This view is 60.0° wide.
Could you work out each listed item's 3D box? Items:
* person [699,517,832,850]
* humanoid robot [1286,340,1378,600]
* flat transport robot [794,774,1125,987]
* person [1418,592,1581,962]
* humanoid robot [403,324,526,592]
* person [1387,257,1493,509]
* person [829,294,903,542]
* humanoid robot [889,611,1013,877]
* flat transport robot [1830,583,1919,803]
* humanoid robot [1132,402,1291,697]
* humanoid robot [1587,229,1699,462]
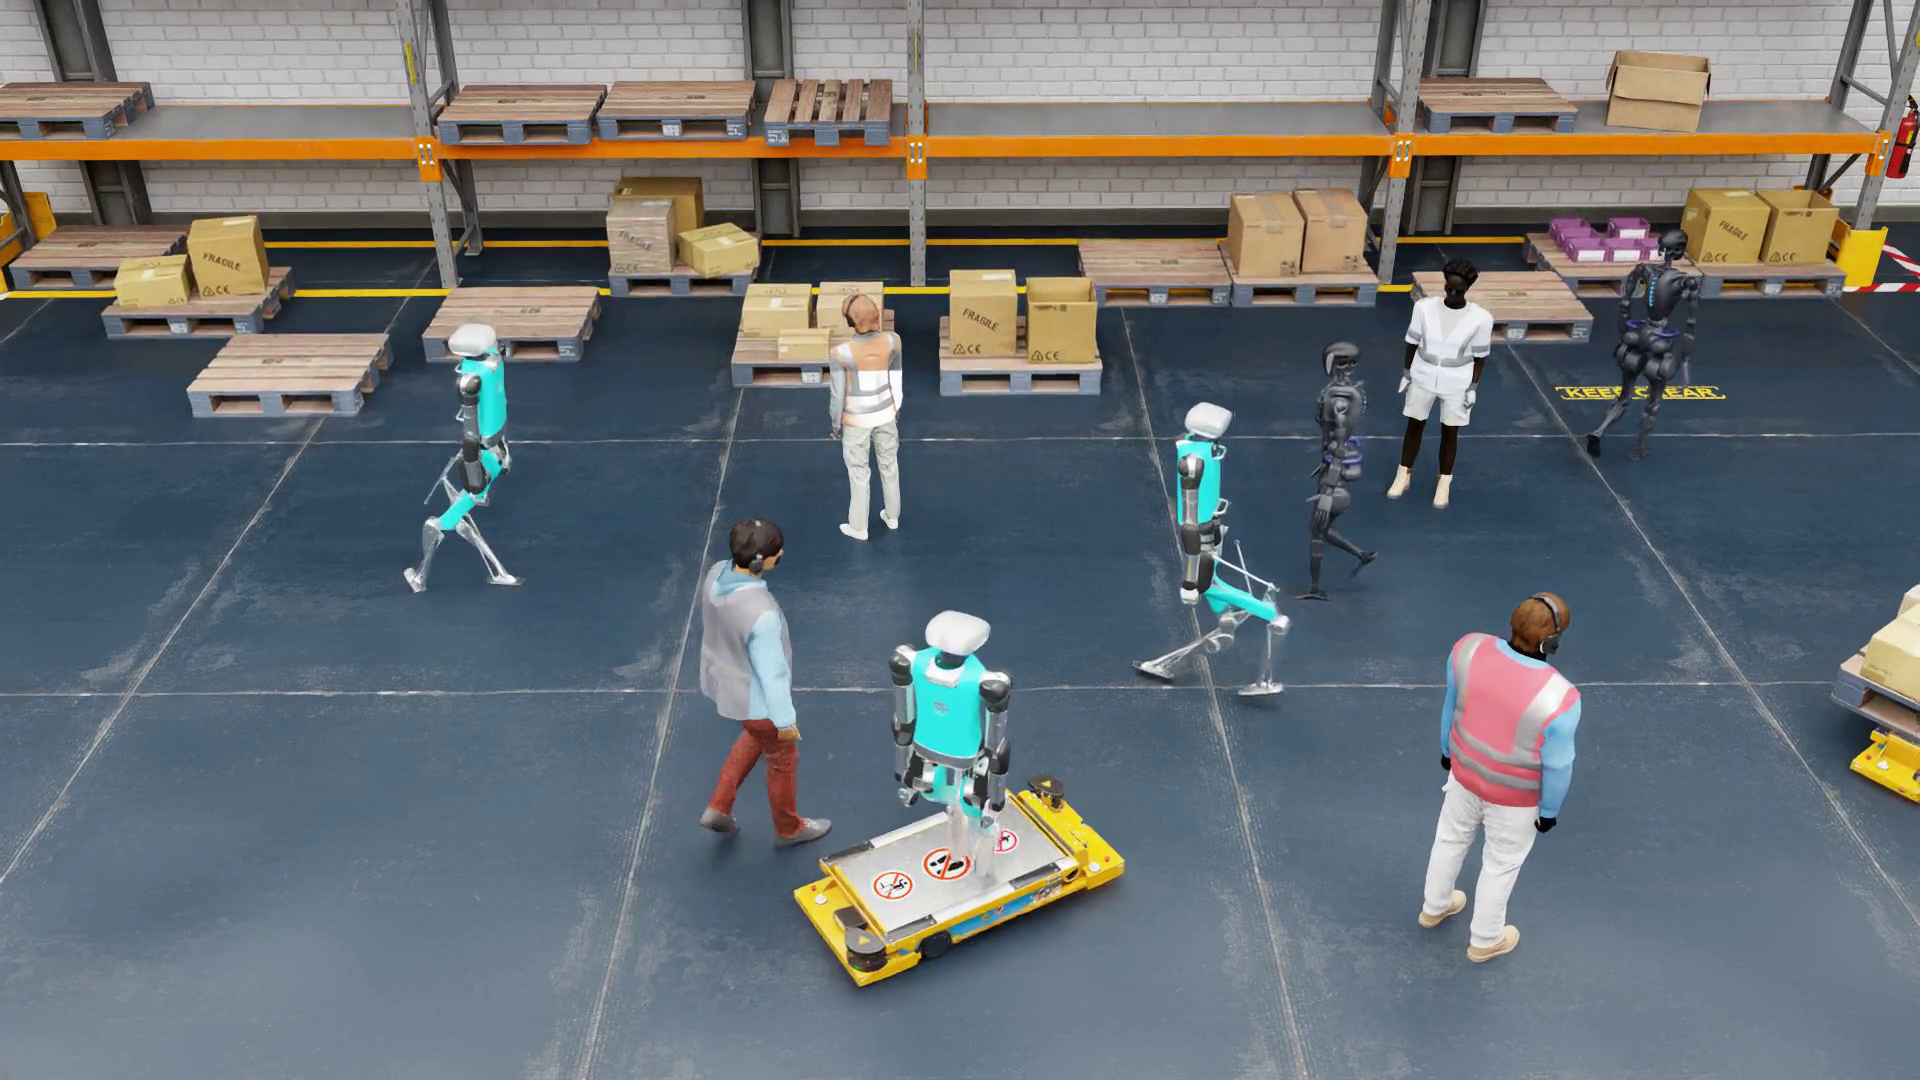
[{"bbox_3d":[-0.931,0.692,7.704,0.584,1.861,0.573,-19,36,-28],"label":"person"},{"bbox_3d":[2.238,-0.374,9.675,0.476,1.644,0.611,5,31,8],"label":"humanoid robot"},{"bbox_3d":[0.004,1.568,7.801,1.431,0.231,0.659,-17,35,-26],"label":"flat transport robot"},{"bbox_3d":[2.343,1.020,7.203,0.431,1.836,0.628,-22,37,-32],"label":"person"},{"bbox_3d":[-3.014,-0.422,9.741,0.905,1.822,0.561,3,31,5],"label":"humanoid robot"},{"bbox_3d":[3.092,-1.013,10.708,0.533,1.698,0.318,14,34,22],"label":"person"},{"bbox_3d":[-0.575,-0.754,10.333,0.511,1.639,0.307,-18,36,-28],"label":"person"},{"bbox_3d":[0.035,0.997,7.351,0.548,1.811,0.711,12,33,19],"label":"humanoid robot"},{"bbox_3d":[5.349,1.022,8.710,1.431,0.231,0.659,-22,38,-32],"label":"flat transport robot"},{"bbox_3d":[1.473,0.135,8.808,1.044,1.768,0.541,9,32,15],"label":"humanoid robot"},{"bbox_3d":[4.596,-1.270,11.152,0.506,1.642,0.600,-21,37,-31],"label":"humanoid robot"}]
